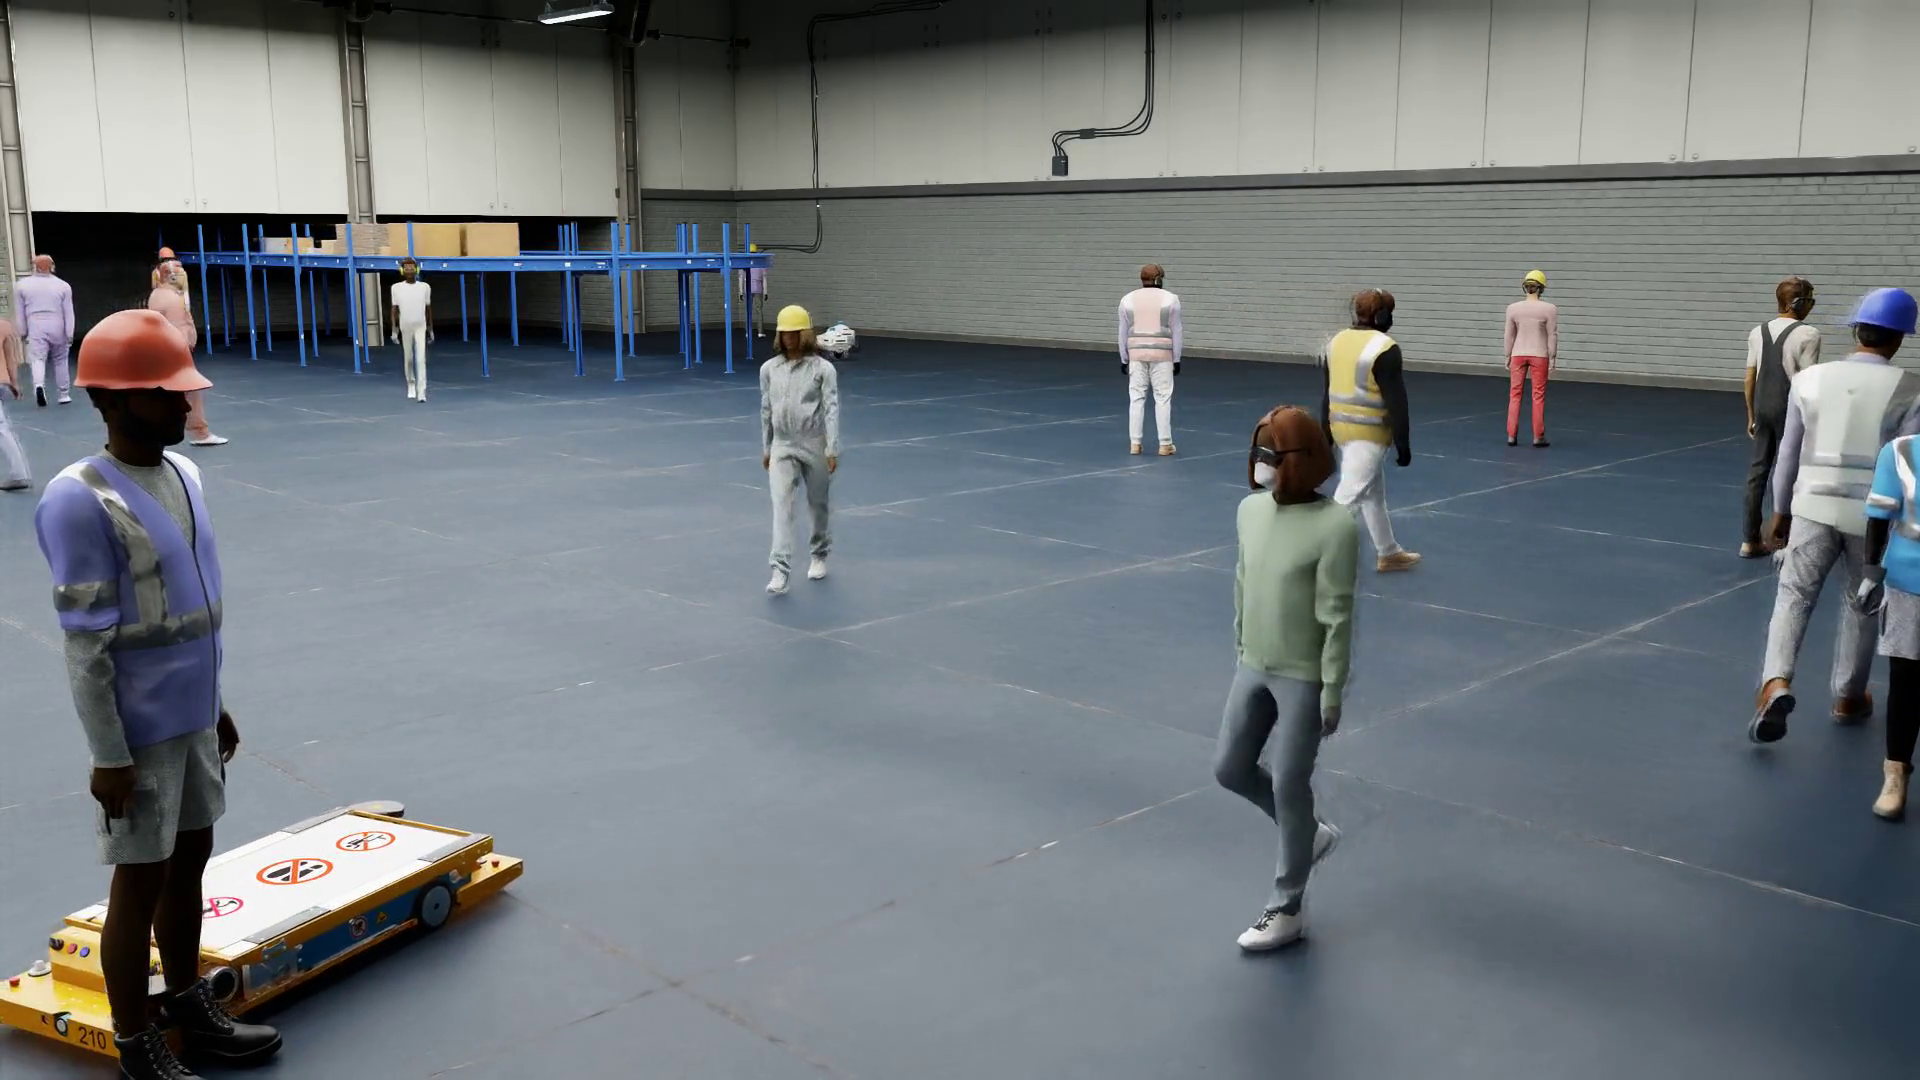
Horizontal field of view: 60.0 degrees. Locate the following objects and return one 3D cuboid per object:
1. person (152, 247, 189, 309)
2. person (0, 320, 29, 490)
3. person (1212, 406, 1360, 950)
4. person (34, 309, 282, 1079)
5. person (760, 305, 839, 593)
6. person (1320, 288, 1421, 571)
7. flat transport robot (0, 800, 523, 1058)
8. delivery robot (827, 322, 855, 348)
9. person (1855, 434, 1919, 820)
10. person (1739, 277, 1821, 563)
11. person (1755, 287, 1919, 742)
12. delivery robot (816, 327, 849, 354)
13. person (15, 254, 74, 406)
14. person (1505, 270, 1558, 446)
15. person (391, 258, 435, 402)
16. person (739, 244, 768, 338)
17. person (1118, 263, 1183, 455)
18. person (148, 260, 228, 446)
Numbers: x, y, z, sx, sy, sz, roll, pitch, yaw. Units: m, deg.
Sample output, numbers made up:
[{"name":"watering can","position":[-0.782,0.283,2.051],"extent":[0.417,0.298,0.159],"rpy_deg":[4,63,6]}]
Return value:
[{"name":"person","position":[-12.959,-3.849,27.337],"extent":[0.562,1.921,0.699],"rpy_deg":[-8,13,-37]},{"name":"person","position":[-8.181,-1.278,13.825],"extent":[0.869,1.721,0.551],"rpy_deg":[2,11,8]},{"name":"person","position":[0.999,0.405,4.972],"extent":[0.410,1.623,0.504],"rpy_deg":[-7,12,-33]},{"name":"person","position":[-1.924,0.418,4.032],"extent":[0.357,1.937,0.551],"rpy_deg":[1,10,3]},{"name":"person","position":[-0.969,-0.556,9.996],"extent":[0.501,1.689,0.892],"rpy_deg":[2,11,9]},{"name":"person","position":[2.490,-0.653,10.272],"extent":[0.976,1.793,0.648],"rpy_deg":[-4,11,-20]},{"name":"flat transport robot","position":[-2.030,1.104,4.947],"extent":[0.652,0.197,1.431],"rpy_deg":[5,11,25]},{"name":"delivery robot","position":[-2.172,-3.749,30.388],"extent":[0.477,0.478,0.707],"rpy_deg":[-4,11,-21]},{"name":"person","position":[3.536,0.183,5.987],"extent":[0.551,1.697,0.360],"rpy_deg":[7,13,35]},{"name":"person","position":[5.361,-0.783,10.848],"extent":[0.344,1.840,0.507],"rpy_deg":[-6,12,-28]},{"name":"person","position":[3.701,-0.107,6.996],"extent":[0.613,1.907,0.941],"rpy_deg":[9,14,42]},{"name":"delivery robot","position":[-2.184,-3.396,28.463],"extent":[0.477,0.478,0.707],"rpy_deg":[-6,12,-28]},{"name":"person","position":[-11.376,-2.612,20.711],"extent":[0.640,1.882,0.839],"rpy_deg":[-4,11,-21]},{"name":"person","position":[5.752,-1.828,16.768],"extent":[0.522,1.761,0.321],"rpy_deg":[7,12,33]},{"name":"person","position":[-7.072,-2.725,21.474],"extent":[0.531,1.836,0.963],"rpy_deg":[-4,11,-20]},{"name":"person","position":[-4.280,-5.160,34.478],"extent":[0.594,1.924,0.373],"rpy_deg":[0,10,-2]},{"name":"person","position":[1.855,-1.750,16.132],"extent":[0.619,1.839,0.430],"rpy_deg":[4,11,20]},{"name":"person","position":[-7.857,-1.833,16.505],"extent":[0.948,1.870,0.657],"rpy_deg":[-8,13,-38]}]
